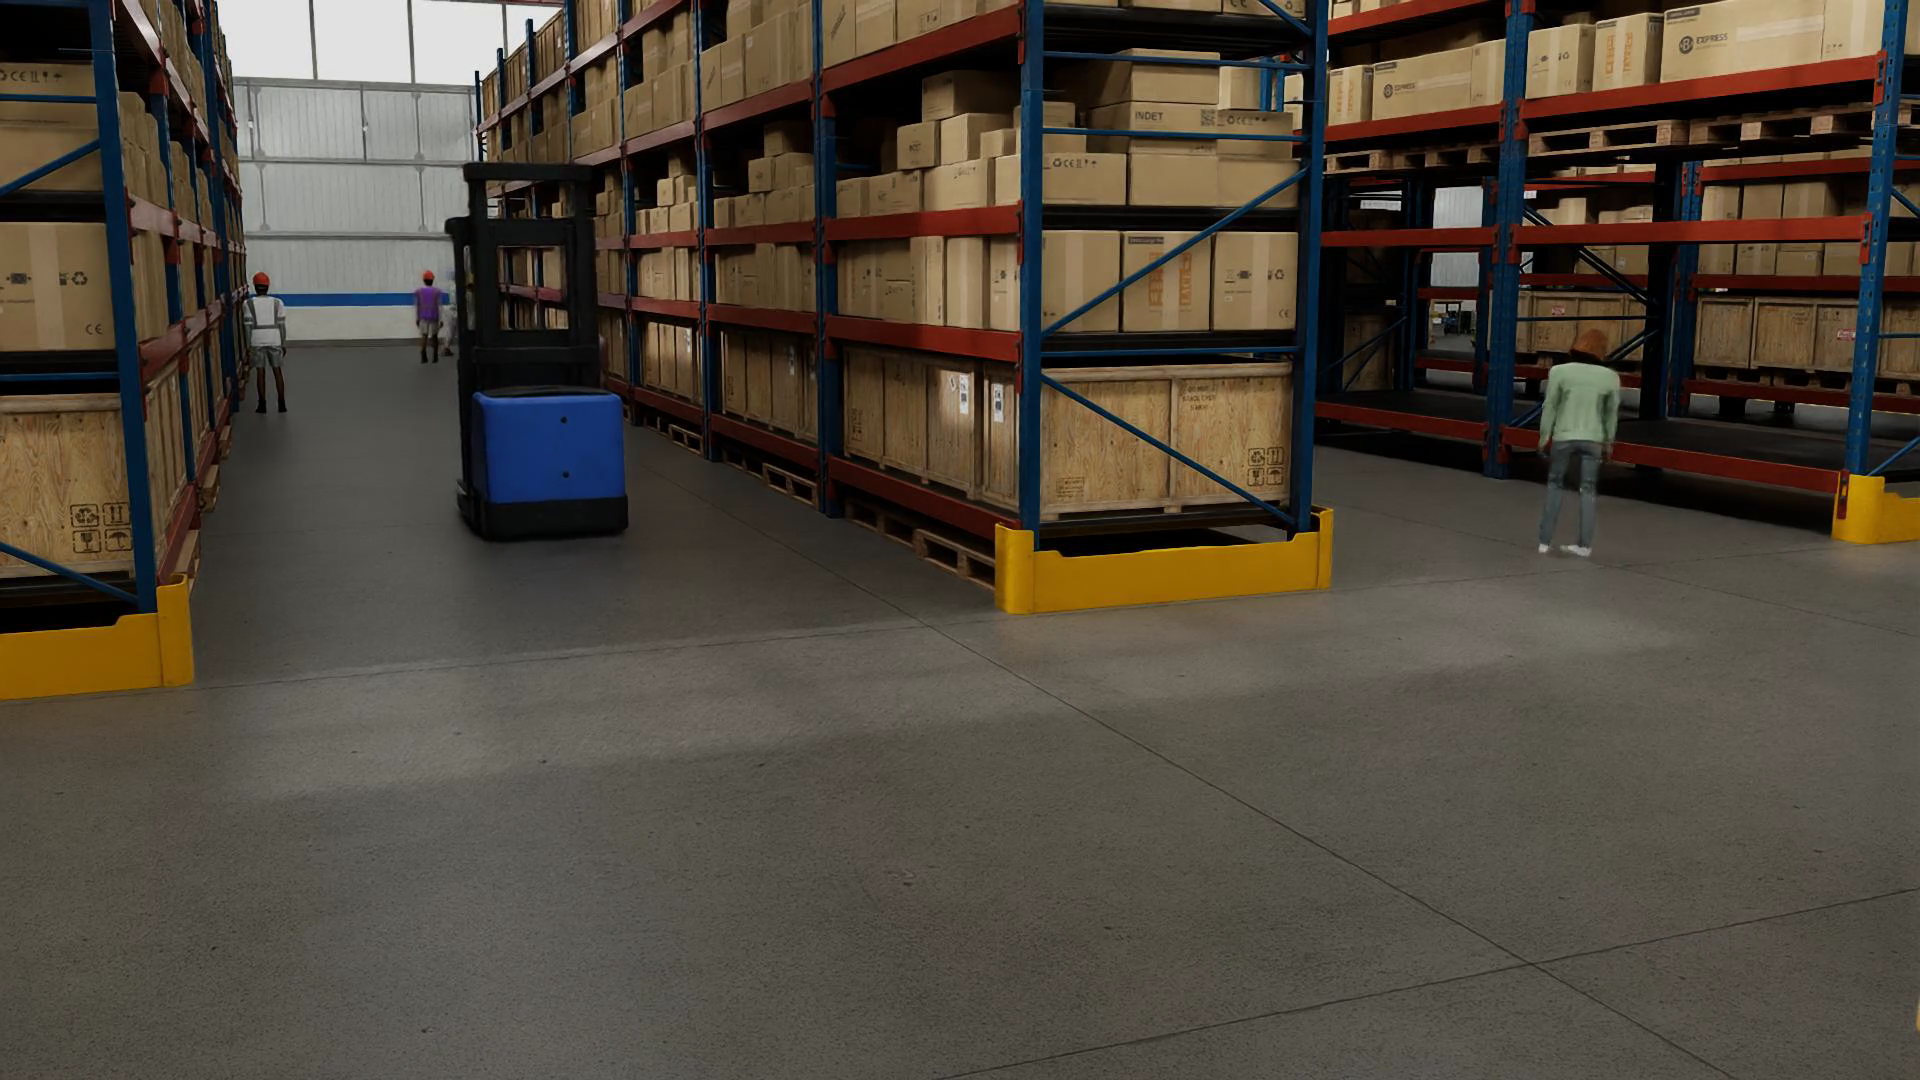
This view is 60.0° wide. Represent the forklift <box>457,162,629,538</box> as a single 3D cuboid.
[{"bbox_3d":[-3.315,-1.522,12.980,1.129,2.768,1.873,-4,10,-22],"label":"forklift"}]

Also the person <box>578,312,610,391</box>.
[{"bbox_3d":[-3.847,-1.562,17.038,0.528,1.603,0.829,-4,10,-24],"label":"person"}]

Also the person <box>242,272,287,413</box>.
[{"bbox_3d":[-9.580,-2.715,22.943,0.542,1.938,0.358,-6,11,-30],"label":"person"}]

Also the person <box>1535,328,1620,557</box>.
[{"bbox_3d":[4.343,-0.682,11.718,0.538,1.623,0.307,2,10,13],"label":"person"}]

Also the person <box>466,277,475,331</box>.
[{"bbox_3d":[-10.758,-4.907,36.632,0.390,1.747,0.539,-8,13,-41],"label":"person"}]

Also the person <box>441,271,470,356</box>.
[{"bbox_3d":[-11.139,-5.025,36.966,0.628,1.888,0.984,7,12,38],"label":"person"}]

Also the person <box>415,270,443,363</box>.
[{"bbox_3d":[-10.932,-4.584,34.209,0.554,1.920,0.768,-1,10,-8],"label":"person"}]
